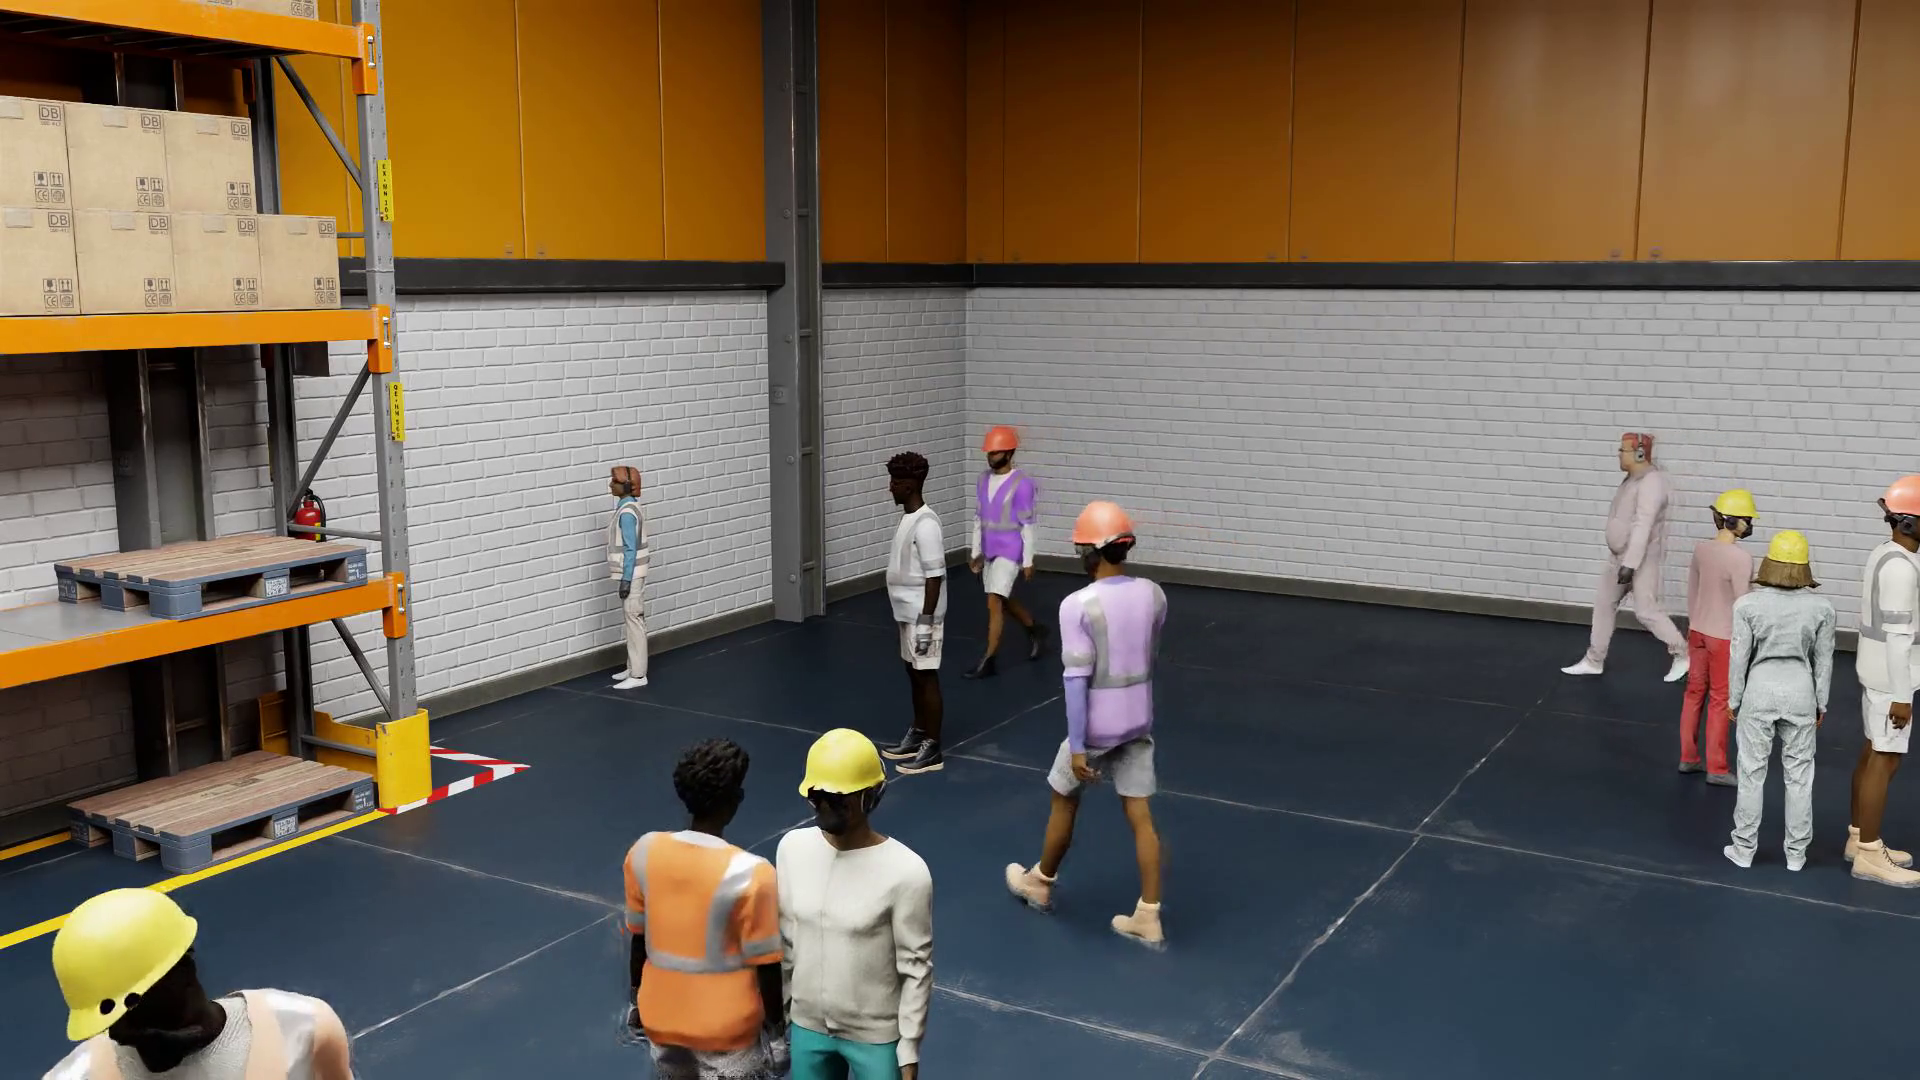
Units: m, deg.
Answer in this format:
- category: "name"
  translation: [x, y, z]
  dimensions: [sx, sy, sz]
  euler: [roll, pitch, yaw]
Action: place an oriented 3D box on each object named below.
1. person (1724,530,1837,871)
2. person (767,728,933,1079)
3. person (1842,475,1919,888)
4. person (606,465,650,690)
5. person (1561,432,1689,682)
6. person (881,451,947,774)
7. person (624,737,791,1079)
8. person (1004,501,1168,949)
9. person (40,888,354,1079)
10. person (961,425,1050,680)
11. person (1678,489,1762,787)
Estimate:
- category: "person"
  translation: [4.157, 0.814, 8.466]
  dimensions: [0.487, 1.744, 0.297]
  euler: [2, 9, 15]
- category: "person"
  translation: [-0.325, 1.397, 4.758]
  dimensions: [0.525, 1.769, 0.308]
  euler: [4, 10, 26]
- category: "person"
  translation: [4.682, 0.691, 8.301]
  dimensions: [0.373, 2.043, 0.615]
  euler: [4, 10, 22]
- category: "person"
  translation: [-2.427, 0.266, 12.193]
  dimensions: [0.309, 1.645, 0.515]
  euler: [-2, 9, -11]
- category: "person"
  translation: [5.051, 0.130, 12.356]
  dimensions: [0.910, 1.872, 0.642]
  euler: [0, 9, 3]
- category: "person"
  translation: [-0.266, 0.435, 10.142]
  dimensions: [0.372, 1.963, 0.608]
  euler: [-2, 9, -14]
- category: "person"
  translation: [-0.763, 1.418, 4.880]
  dimensions: [0.570, 1.672, 0.440]
  euler: [5, 10, 28]
- category: "person"
  translation: [0.612, 0.814, 7.677]
  dimensions: [0.621, 1.998, 1.009]
  euler: [-6, 11, -33]
- category: "person"
  translation: [-1.499, 1.564, 3.398]
  dimensions: [0.658, 1.880, 0.451]
  euler: [-6, 11, -34]
- category: "person"
  translation: [0.369, 0.071, 12.606]
  dimensions: [0.874, 1.915, 0.552]
  euler: [-7, 11, -37]
- category: "person"
  translation: [4.530, 0.575, 9.897]
  dimensions: [0.329, 1.765, 0.526]
  euler: [-2, 9, -10]
